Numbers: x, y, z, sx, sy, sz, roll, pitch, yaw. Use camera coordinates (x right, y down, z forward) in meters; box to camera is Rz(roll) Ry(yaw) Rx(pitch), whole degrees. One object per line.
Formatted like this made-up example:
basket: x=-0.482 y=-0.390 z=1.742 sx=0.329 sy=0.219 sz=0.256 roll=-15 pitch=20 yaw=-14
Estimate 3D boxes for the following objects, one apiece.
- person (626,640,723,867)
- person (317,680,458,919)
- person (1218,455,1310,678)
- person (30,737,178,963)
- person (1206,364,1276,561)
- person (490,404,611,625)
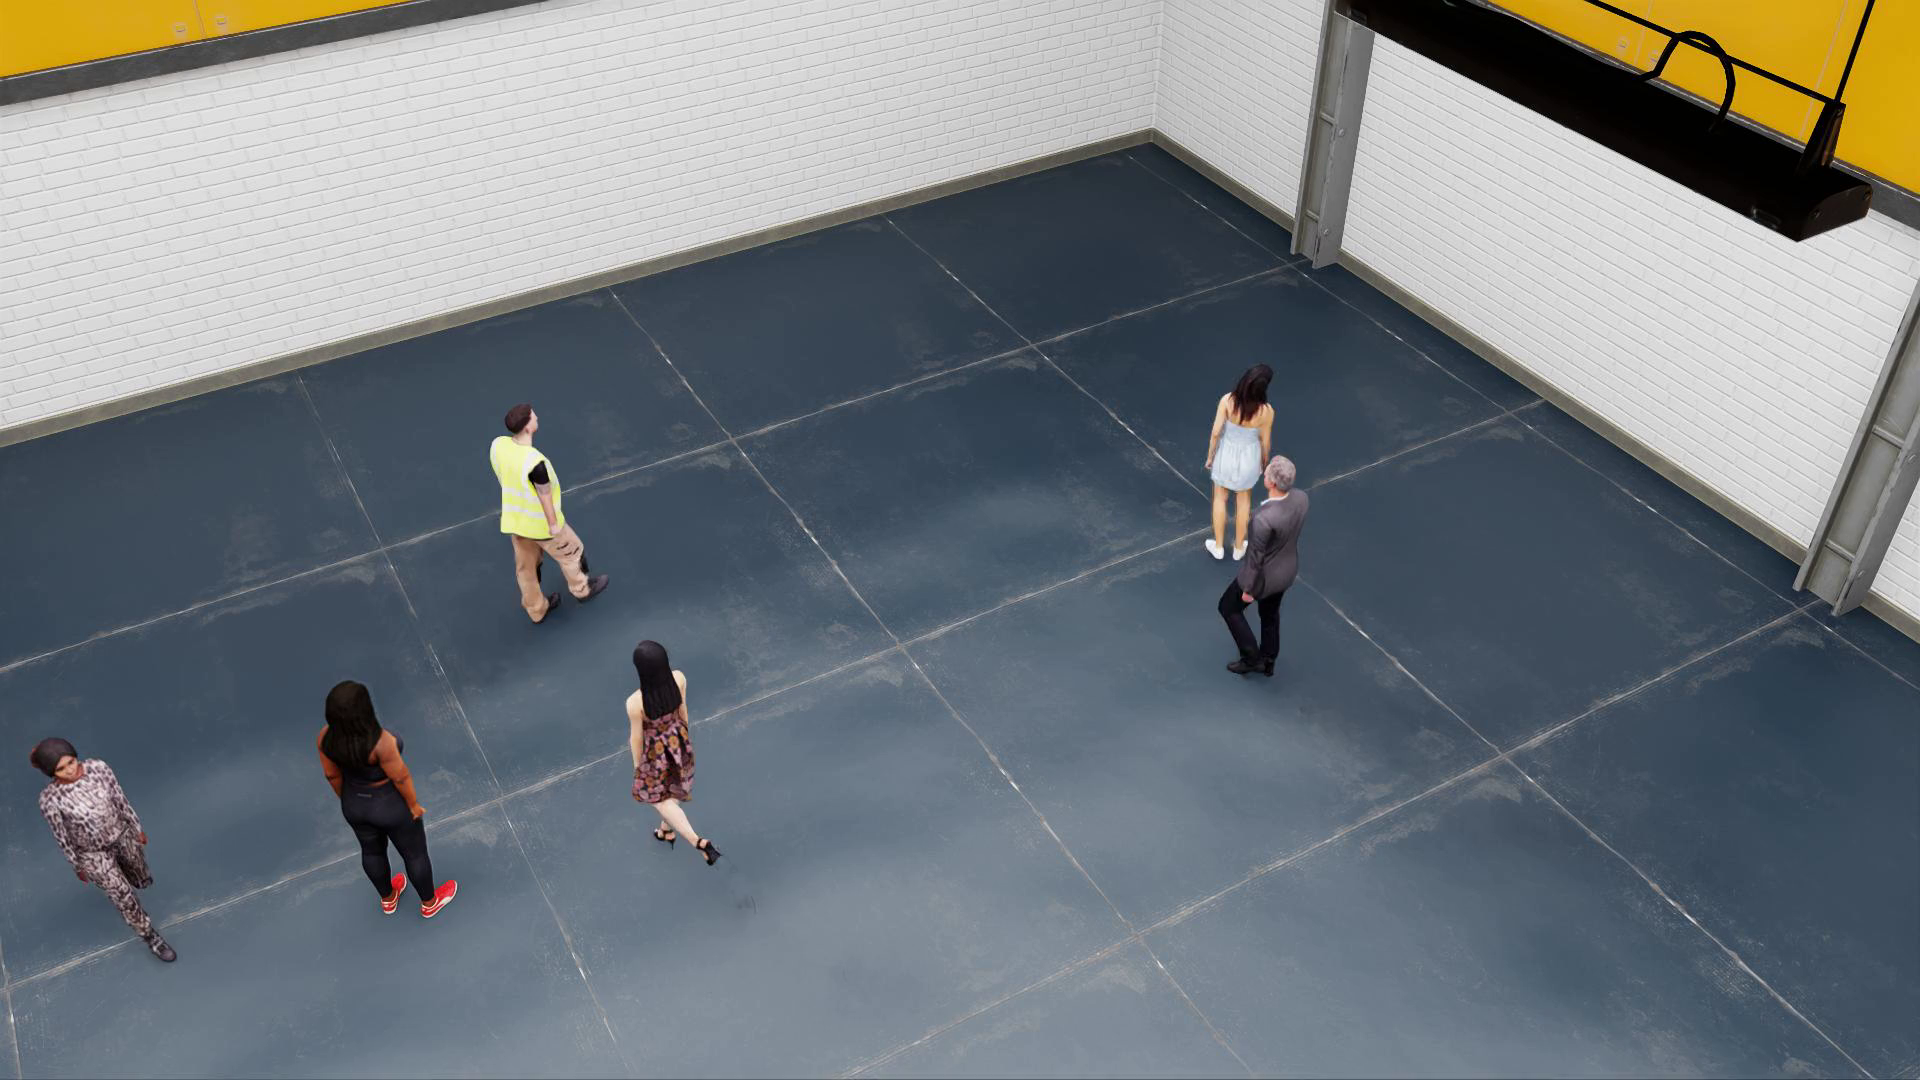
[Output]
person: x=-1.728 y=1.327 z=9.968 sx=1.006 sy=1.757 sz=0.780 roll=32 pitch=48 yaw=33
person: x=-3.384 y=1.523 z=9.676 sx=0.774 sy=1.815 sz=0.825 roll=7 pitch=39 yaw=9
person: x=2.137 y=0.249 z=11.261 sx=0.764 sy=1.828 sz=0.827 roll=31 pitch=48 yaw=33
person: x=-4.919 y=1.721 z=9.518 sx=1.012 sy=1.702 sz=0.793 roll=27 pitch=46 yaw=30
person: x=2.057 y=-0.577 z=12.393 sx=0.715 sy=1.707 sz=0.744 roll=-4 pitch=39 yaw=-5
person: x=-3.048 y=-0.132 z=11.738 sx=1.028 sy=1.829 sz=1.020 roll=21 pitch=43 yaw=24
